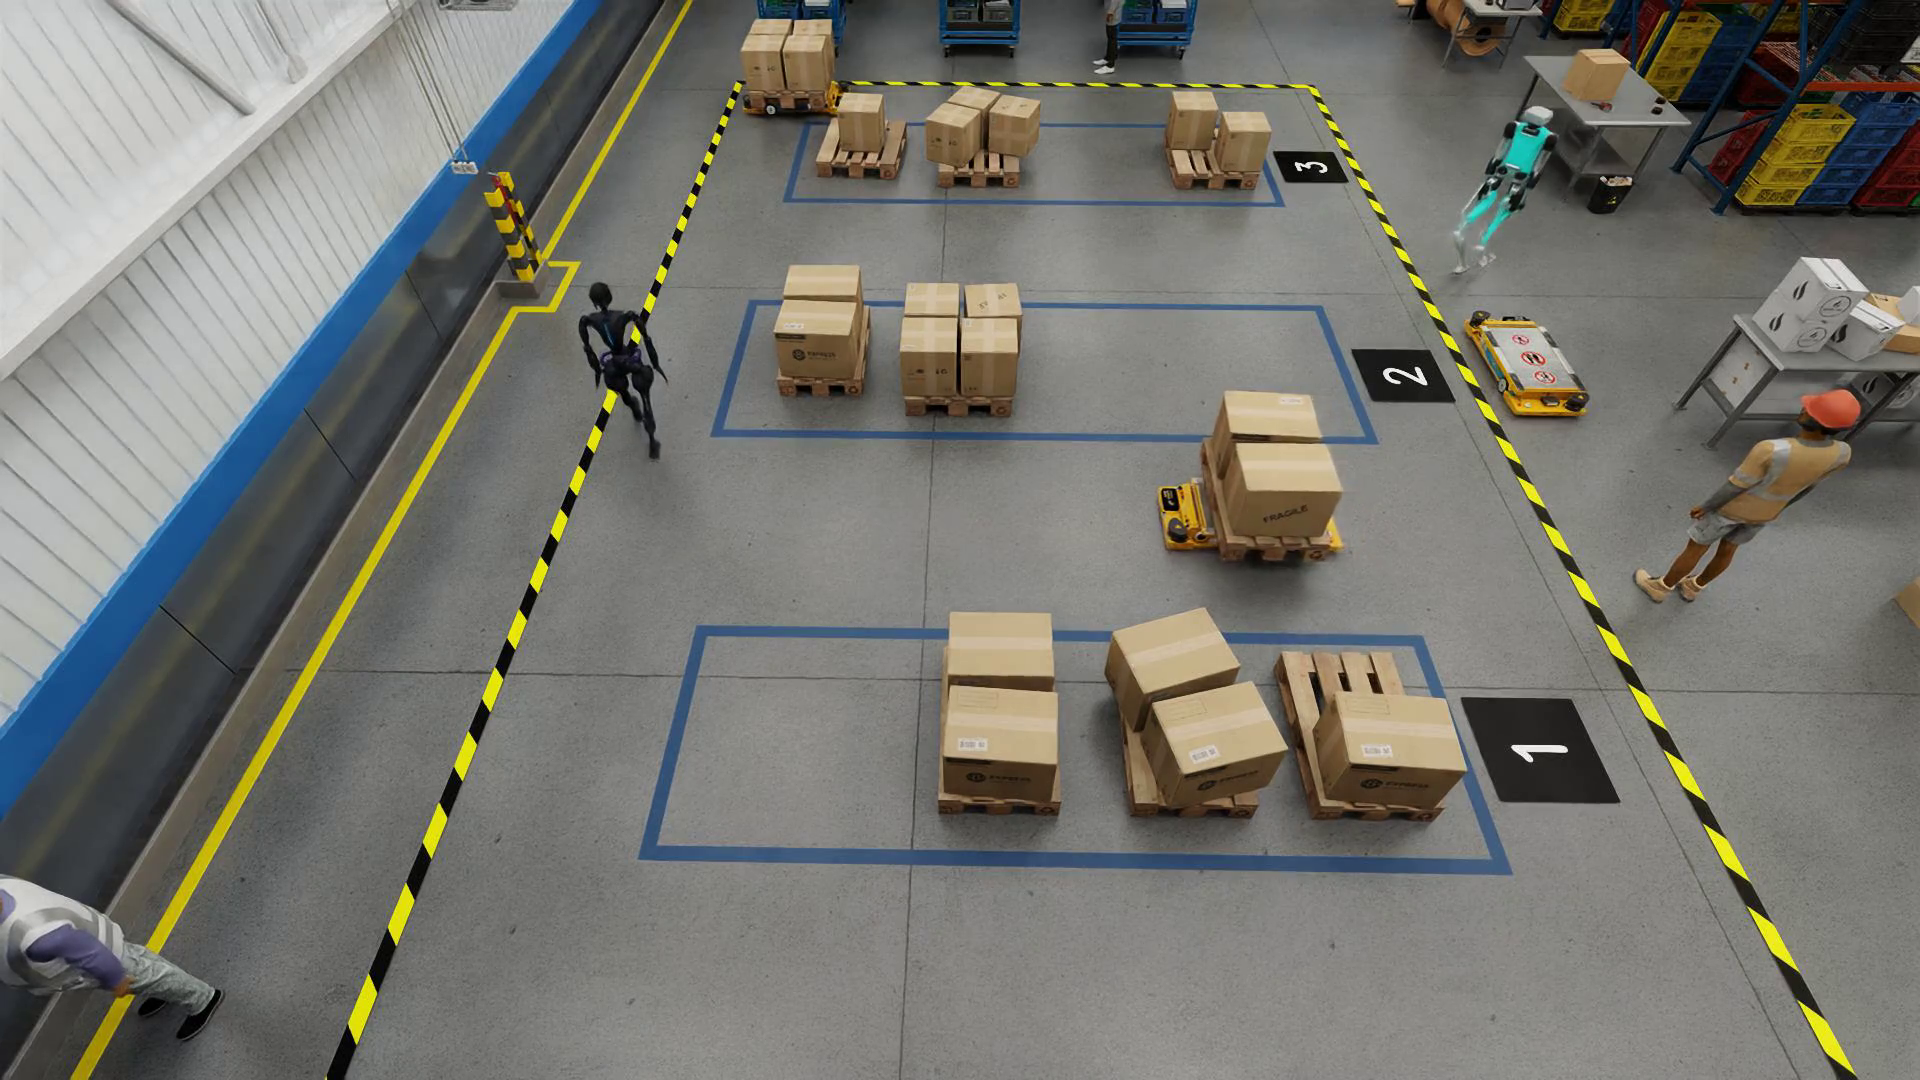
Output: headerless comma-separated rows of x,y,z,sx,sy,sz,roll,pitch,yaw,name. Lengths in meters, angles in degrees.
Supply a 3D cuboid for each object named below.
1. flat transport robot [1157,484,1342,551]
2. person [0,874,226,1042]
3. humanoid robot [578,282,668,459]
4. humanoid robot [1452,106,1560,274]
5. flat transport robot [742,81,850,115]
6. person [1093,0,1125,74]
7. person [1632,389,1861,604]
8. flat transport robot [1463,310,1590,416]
2.426,-0.224,7.708,1.431,0.197,0.652,1,49,1,flat transport robot
-4.488,2.126,4.664,0.586,1.824,0.404,20,52,17,person
-2.894,-1.529,7.950,0.616,1.620,0.789,-8,50,-7,humanoid robot
5.615,-3.568,9.644,0.898,1.753,0.539,-33,57,-25,humanoid robot
-2.308,-6.257,12.931,1.431,0.197,0.652,1,49,1,flat transport robot
2.173,-7.706,13.156,0.379,1.852,0.589,4,49,3,person
5.640,-0.263,6.586,0.606,2.048,0.365,0,49,0,person
5.573,-1.757,9.054,0.659,0.231,1.431,1,49,1,flat transport robot
